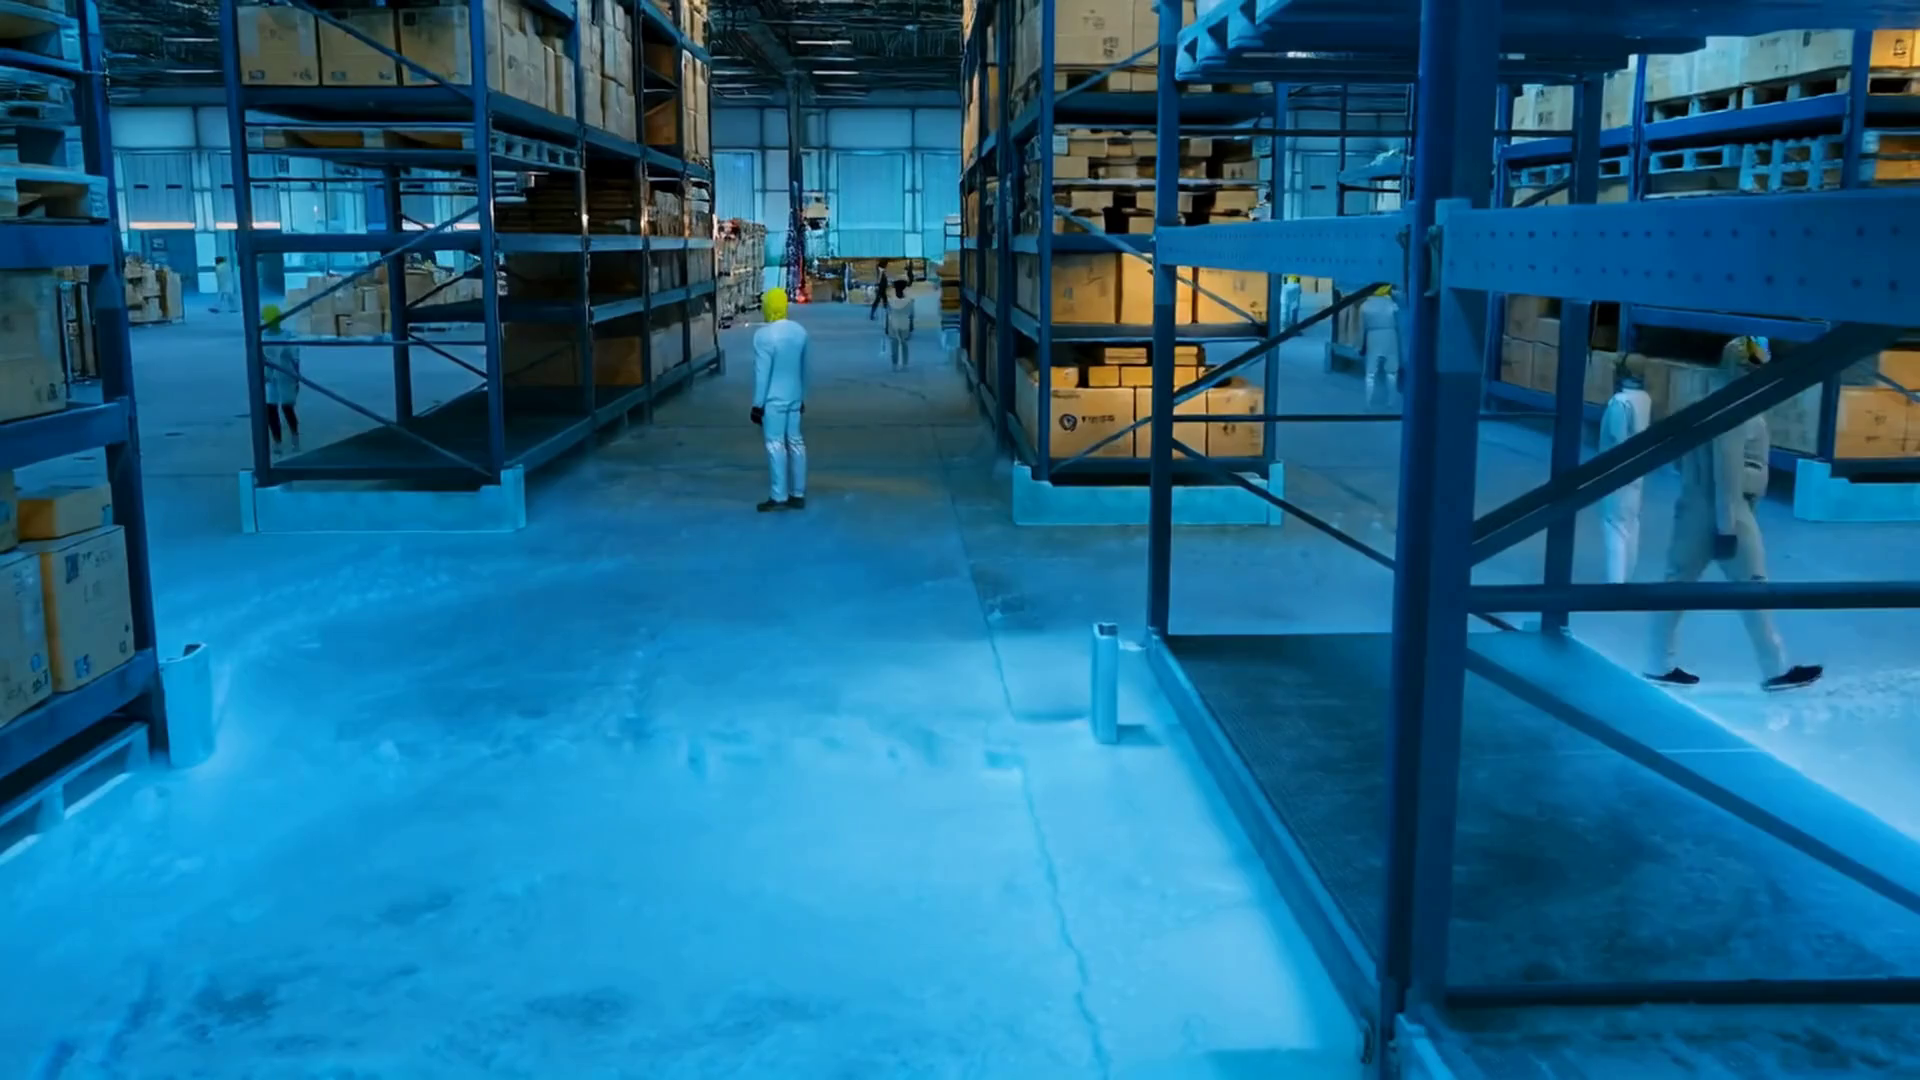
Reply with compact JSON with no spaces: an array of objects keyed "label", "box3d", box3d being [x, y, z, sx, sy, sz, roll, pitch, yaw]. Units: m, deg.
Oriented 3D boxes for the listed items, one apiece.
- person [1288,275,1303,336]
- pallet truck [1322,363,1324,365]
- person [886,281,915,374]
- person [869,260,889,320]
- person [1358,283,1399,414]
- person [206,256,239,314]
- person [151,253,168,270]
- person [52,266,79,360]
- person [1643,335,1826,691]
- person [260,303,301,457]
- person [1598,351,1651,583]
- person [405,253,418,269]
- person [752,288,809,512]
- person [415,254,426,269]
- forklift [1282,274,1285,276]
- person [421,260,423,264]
[{"label":"person","box3d":[8.363,-6.050,41.451,0.361,1.938,0.546,-2,10,-8]},{"label":"pallet truck","box3d":[7.712,-4.157,30.737,1.885,1.965,0.823,3,11,16]},{"label":"person","box3d":[-1.063,-3.810,29.782,0.531,1.652,0.873,0,10,3]},{"label":"person","box3d":[-2.289,-7.407,49.410,0.995,1.793,0.527,4,11,19]},{"label":"person","box3d":[5.581,-2.531,21.934,0.640,1.910,0.401,8,13,37]},{"label":"person","box3d":[-24.117,-8.329,54.304,1.027,1.884,0.641,0,10,2]},{"label":"person","box3d":[-29.511,-9.606,61.337,0.604,1.914,0.907,-10,14,-44]},{"label":"person","box3d":[-17.629,-4.473,32.721,0.780,1.913,0.571,-4,11,-19]},{"label":"person","box3d":[4.086,-0.128,8.690,0.958,1.860,0.644,0,10,-1]},{"label":"person","box3d":[-7.456,-1.731,18.111,0.535,1.687,0.363,-1,10,-7]},{"label":"person","box3d":[4.352,-0.414,10.947,0.307,1.640,0.556,9,14,41]},{"label":"person","box3d":[-18.504,-8.674,56.007,0.984,1.945,0.635,-6,12,-32]},{"label":"person","box3d":[-1.574,-1.210,14.486,0.379,1.940,0.629,8,13,37]},{"label":"person","box3d":[-18.889,-9.028,58.109,0.589,1.922,0.389,3,11,17]},{"label":"forklift","box3d":[12.240,-10.302,62.509,1.129,2.768,1.873,0,10,-2]},{"label":"person","box3d":[-19.654,-9.346,60.506,0.459,1.682,0.557,1,10,7]}]
